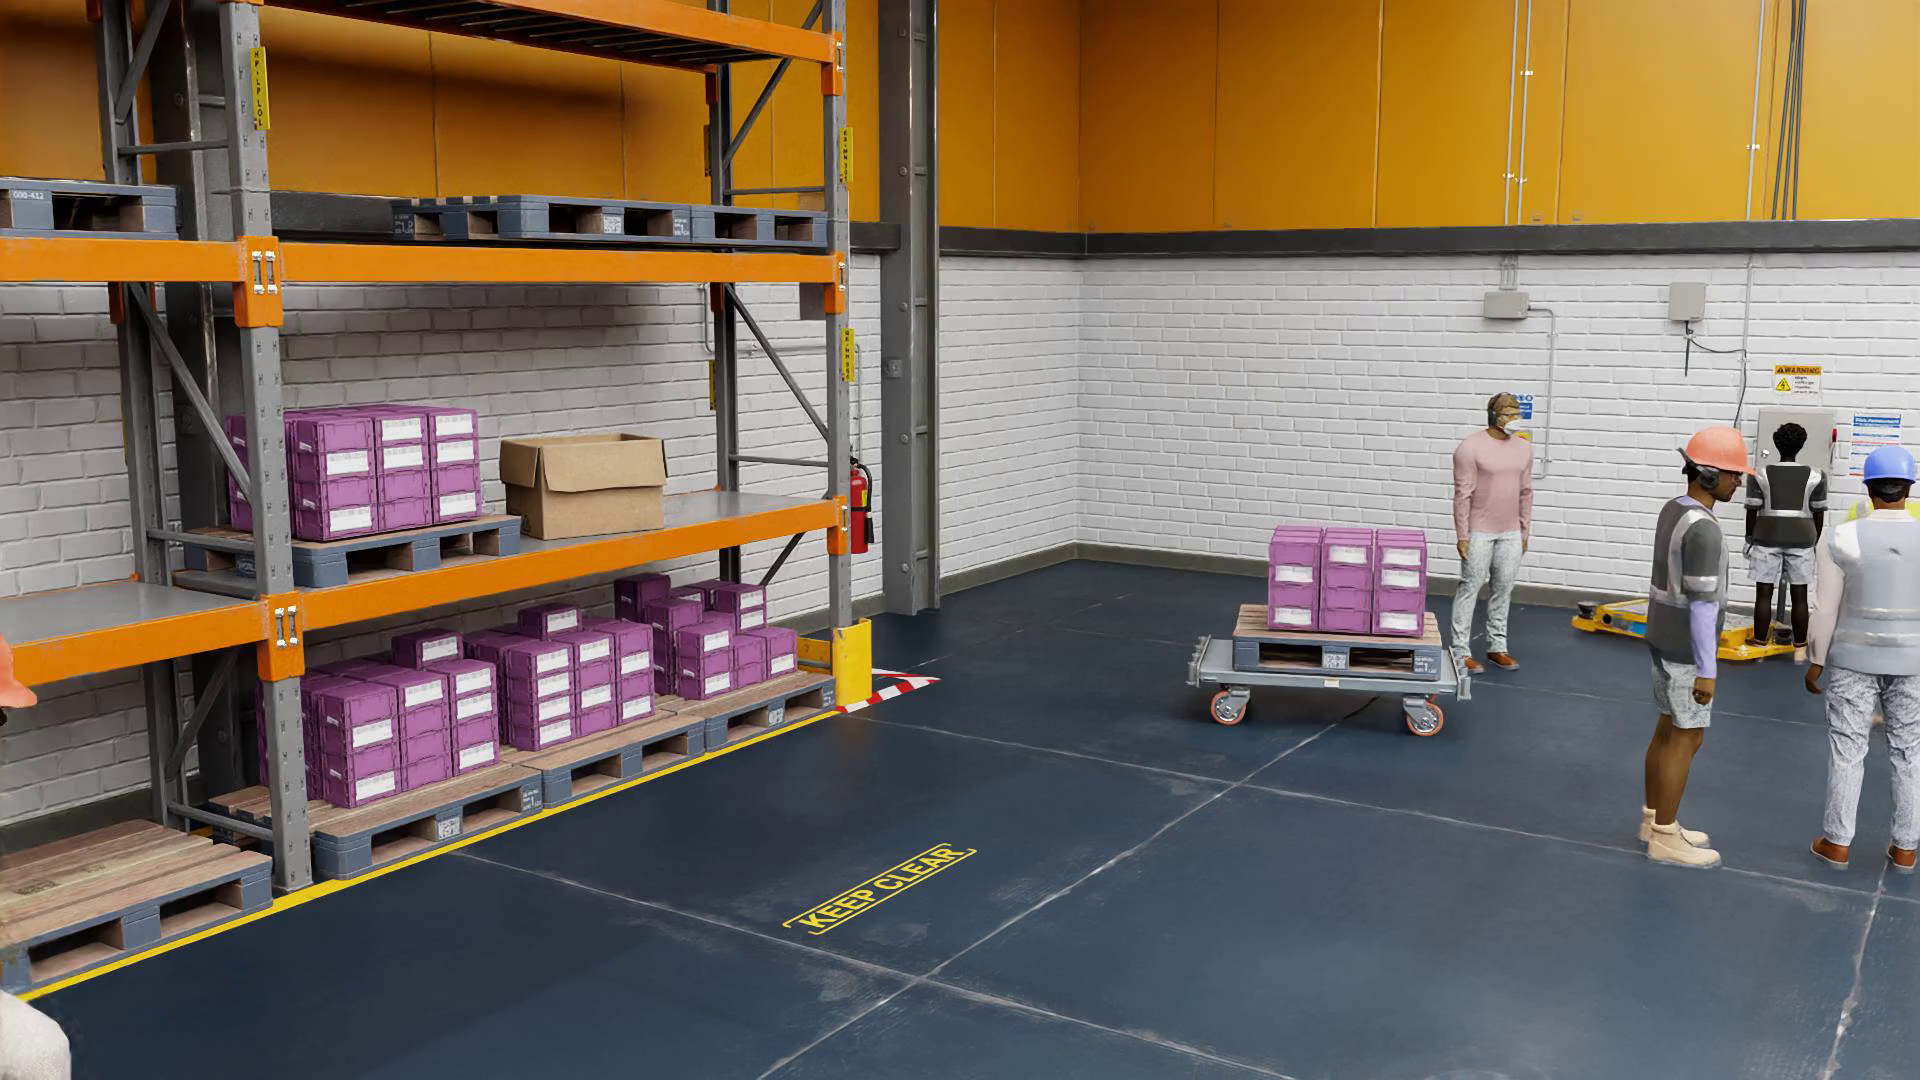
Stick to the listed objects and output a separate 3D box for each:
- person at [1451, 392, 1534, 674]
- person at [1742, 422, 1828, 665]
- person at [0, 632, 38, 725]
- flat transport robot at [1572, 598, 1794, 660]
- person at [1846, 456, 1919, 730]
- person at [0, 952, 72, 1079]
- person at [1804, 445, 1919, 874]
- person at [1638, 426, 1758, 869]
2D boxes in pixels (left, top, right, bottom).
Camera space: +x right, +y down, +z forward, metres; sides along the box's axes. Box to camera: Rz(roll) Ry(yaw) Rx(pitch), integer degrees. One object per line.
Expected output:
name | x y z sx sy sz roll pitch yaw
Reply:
person | 3.654 -0.050 11.420 0.634 1.932 0.363 -3 9 -18
person | 5.761 0.028 11.645 0.534 1.697 0.322 3 9 21
person | -2.356 1.127 3.668 1.079 1.952 0.652 -7 11 -40
flat transport robot | 5.335 0.638 12.300 0.652 0.197 1.431 -5 10 -31
person | 5.498 0.311 9.836 0.556 1.692 0.378 5 10 30
person | -1.849 1.354 3.057 0.473 1.685 0.938 1 9 10
person | 4.151 0.544 7.517 0.604 1.937 0.403 2 9 16
person | 3.353 0.490 7.589 0.410 2.029 0.612 1 9 9
